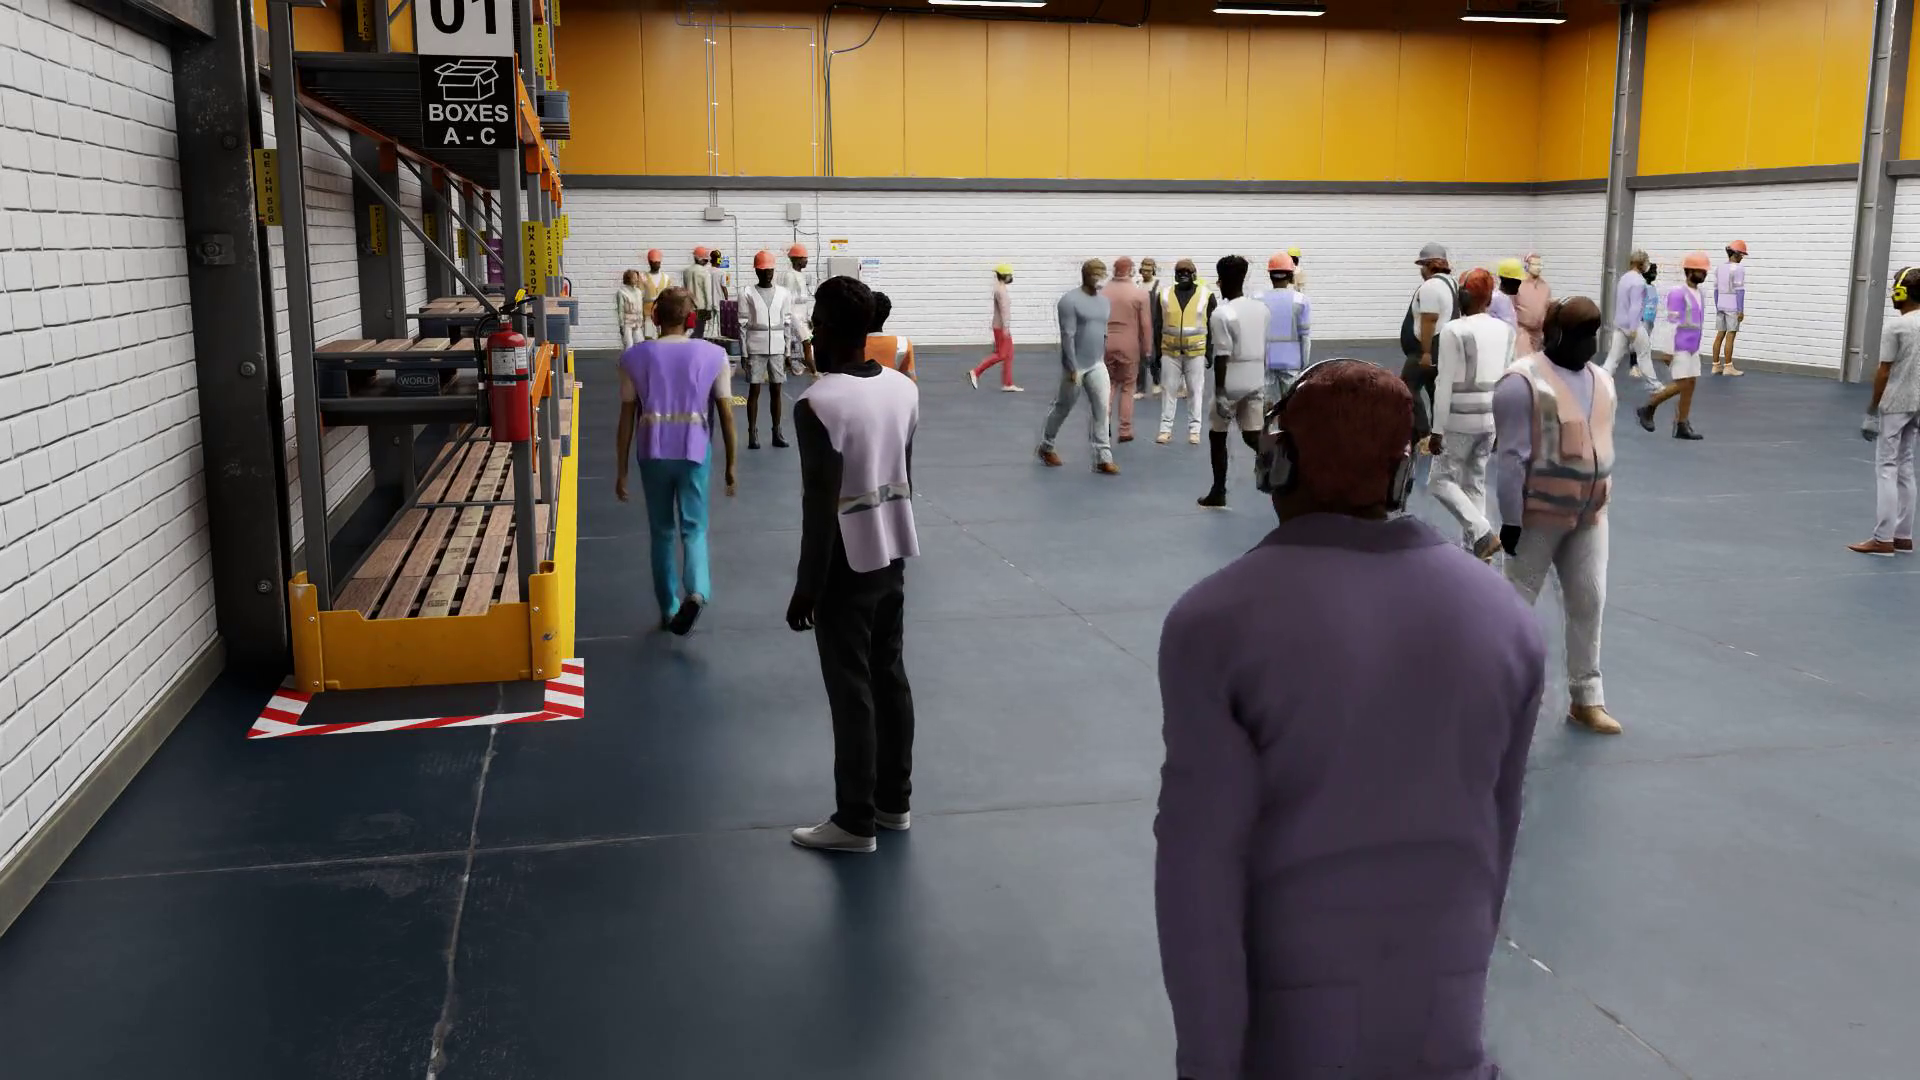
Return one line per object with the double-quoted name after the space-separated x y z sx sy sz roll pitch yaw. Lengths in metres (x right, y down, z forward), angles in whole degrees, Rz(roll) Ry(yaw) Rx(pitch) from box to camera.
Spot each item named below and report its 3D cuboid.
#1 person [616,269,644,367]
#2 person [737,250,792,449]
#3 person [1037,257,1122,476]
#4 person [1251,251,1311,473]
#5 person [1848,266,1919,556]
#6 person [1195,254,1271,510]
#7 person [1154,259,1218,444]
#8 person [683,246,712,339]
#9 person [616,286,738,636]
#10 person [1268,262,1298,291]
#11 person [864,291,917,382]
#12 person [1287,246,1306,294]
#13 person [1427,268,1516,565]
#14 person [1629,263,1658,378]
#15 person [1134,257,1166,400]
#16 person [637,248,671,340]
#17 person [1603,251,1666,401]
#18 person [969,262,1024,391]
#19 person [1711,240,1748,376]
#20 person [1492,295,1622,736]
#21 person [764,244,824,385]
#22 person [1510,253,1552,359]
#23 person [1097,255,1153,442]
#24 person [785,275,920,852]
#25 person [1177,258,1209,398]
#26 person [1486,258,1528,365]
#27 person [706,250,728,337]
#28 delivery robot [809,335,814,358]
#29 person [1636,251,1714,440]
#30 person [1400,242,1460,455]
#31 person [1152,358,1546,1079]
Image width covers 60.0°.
-4.755 -3.054 23.770 0.444 1.629 0.515 6 12 29 "person"
-1.900 -1.862 16.310 0.545 1.938 0.355 -4 11 -23 "person"
1.053 -1.542 14.685 0.634 1.899 1.006 -7 13 -36 "person"
2.777 -1.535 14.501 0.544 1.938 0.356 3 11 16 "person"
6.064 -0.826 10.774 0.516 1.869 0.354 -5 11 -26 "person"
2.139 -1.148 12.372 0.633 1.938 0.828 -7 13 -36 "person"
2.246 -1.878 16.667 0.624 1.844 0.430 3 11 16 "person"
-4.258 -3.732 26.651 0.638 1.949 0.894 8 13 38 "person"
-1.451 -0.387 8.503 0.621 1.810 0.723 -1 10 -6 "person"
4.142 -2.750 21.557 0.675 1.816 0.603 -2 10 -9 "person"
-0.558 -0.815 11.178 0.535 1.697 0.318 -2 10 -12 "person"
5.646 -4.032 28.363 0.380 1.924 0.593 -10 14 -42 "person"
3.102 -0.687 9.985 0.601 1.868 0.501 -6 12 -29 "person"
10.156 -3.249 24.662 0.317 1.695 0.540 9 14 42 "person"
2.382 -2.685 21.177 0.550 1.820 0.460 7 12 33 "person"
-4.529 -3.352 24.619 0.554 1.923 0.726 -5 11 -26 "person"
8.553 -2.676 20.938 0.989 1.889 0.660 0 10 0 "person"
0.495 -2.844 22.281 0.665 1.743 0.533 1 10 6 "person"
11.584 -3.477 24.992 0.385 2.035 0.605 -2 10 -11 "person"
2.489 -0.135 7.098 0.627 1.820 0.846 -4 11 -22 "person"
-2.299 -3.123 23.182 1.086 1.990 0.623 2 10 9 "person"
6.819 -2.456 19.786 0.678 1.868 0.903 -4 11 -23 "person"
1.623 -1.932 16.860 0.691 1.882 0.419 5 11 25 "person"
-0.344 0.088 5.552 0.390 1.920 0.587 6 12 30 "person"
3.008 -2.746 21.600 0.474 1.811 0.684 9 14 42 "person"
5.240 -1.816 16.278 1.001 1.871 0.577 5 11 26 "person"
-4.077 -3.905 27.824 0.532 1.868 0.319 4 11 23 "person"
-2.313 -2.944 25.878 0.707 0.478 0.477 -5 11 -27 "delivery robot"
7.377 -1.990 17.058 0.547 1.925 0.584 -8 13 -38 "person"
4.443 -1.809 15.731 0.543 2.000 0.700 8 13 36 "person"
0.551 0.668 2.526 0.665 1.858 0.983 -3 11 -15 "person"
